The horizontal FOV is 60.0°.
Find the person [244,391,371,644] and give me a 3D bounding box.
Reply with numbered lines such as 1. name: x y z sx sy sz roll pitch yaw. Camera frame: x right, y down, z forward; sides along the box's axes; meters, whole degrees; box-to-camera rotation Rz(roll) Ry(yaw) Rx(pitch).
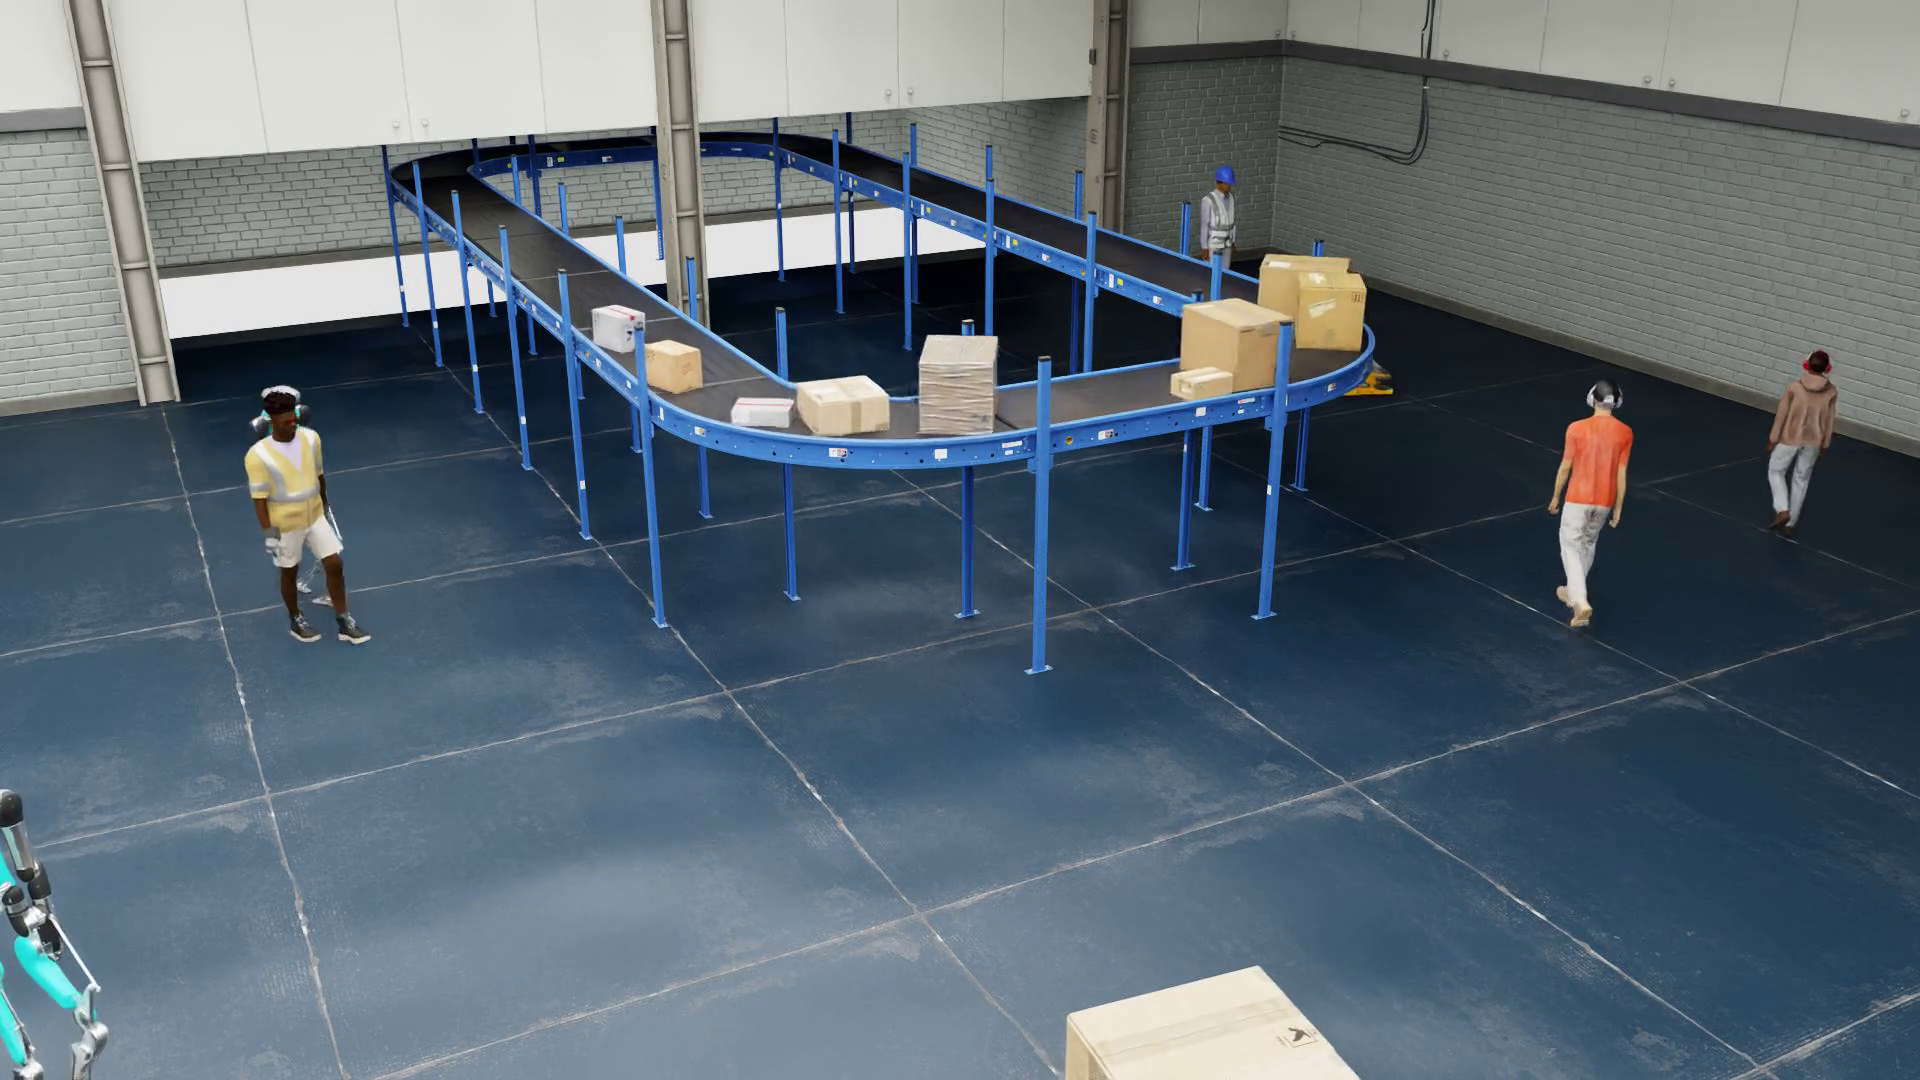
1. person: -4.685 -0.125 11.953 0.832 1.938 0.642 15 26 32

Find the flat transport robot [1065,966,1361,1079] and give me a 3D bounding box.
1. flat transport robot: 1.088 2.795 6.967 1.431 0.231 0.659 -8 23 -20

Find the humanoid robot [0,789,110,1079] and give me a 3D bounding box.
1. humanoid robot: -4.101 1.910 7.299 0.786 1.841 0.541 14 26 31

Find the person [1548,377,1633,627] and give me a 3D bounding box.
1. person: 4.720 -0.274 12.409 0.493 1.881 0.855 0 22 1

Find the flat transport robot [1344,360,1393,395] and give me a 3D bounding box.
1. flat transport robot: 4.292 -1.891 18.550 0.659 0.231 1.431 -2 22 -4

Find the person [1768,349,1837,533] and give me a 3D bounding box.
1. person: 7.103 -0.814 14.058 0.483 1.636 0.424 5 23 12

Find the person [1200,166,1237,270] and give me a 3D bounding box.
1. person: 3.242 -3.716 20.849 0.611 1.935 0.417 -18 28 -37

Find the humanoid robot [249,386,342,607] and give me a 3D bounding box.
1. humanoid robot: -4.931 -0.288 12.608 0.873 1.758 0.558 9 24 21
